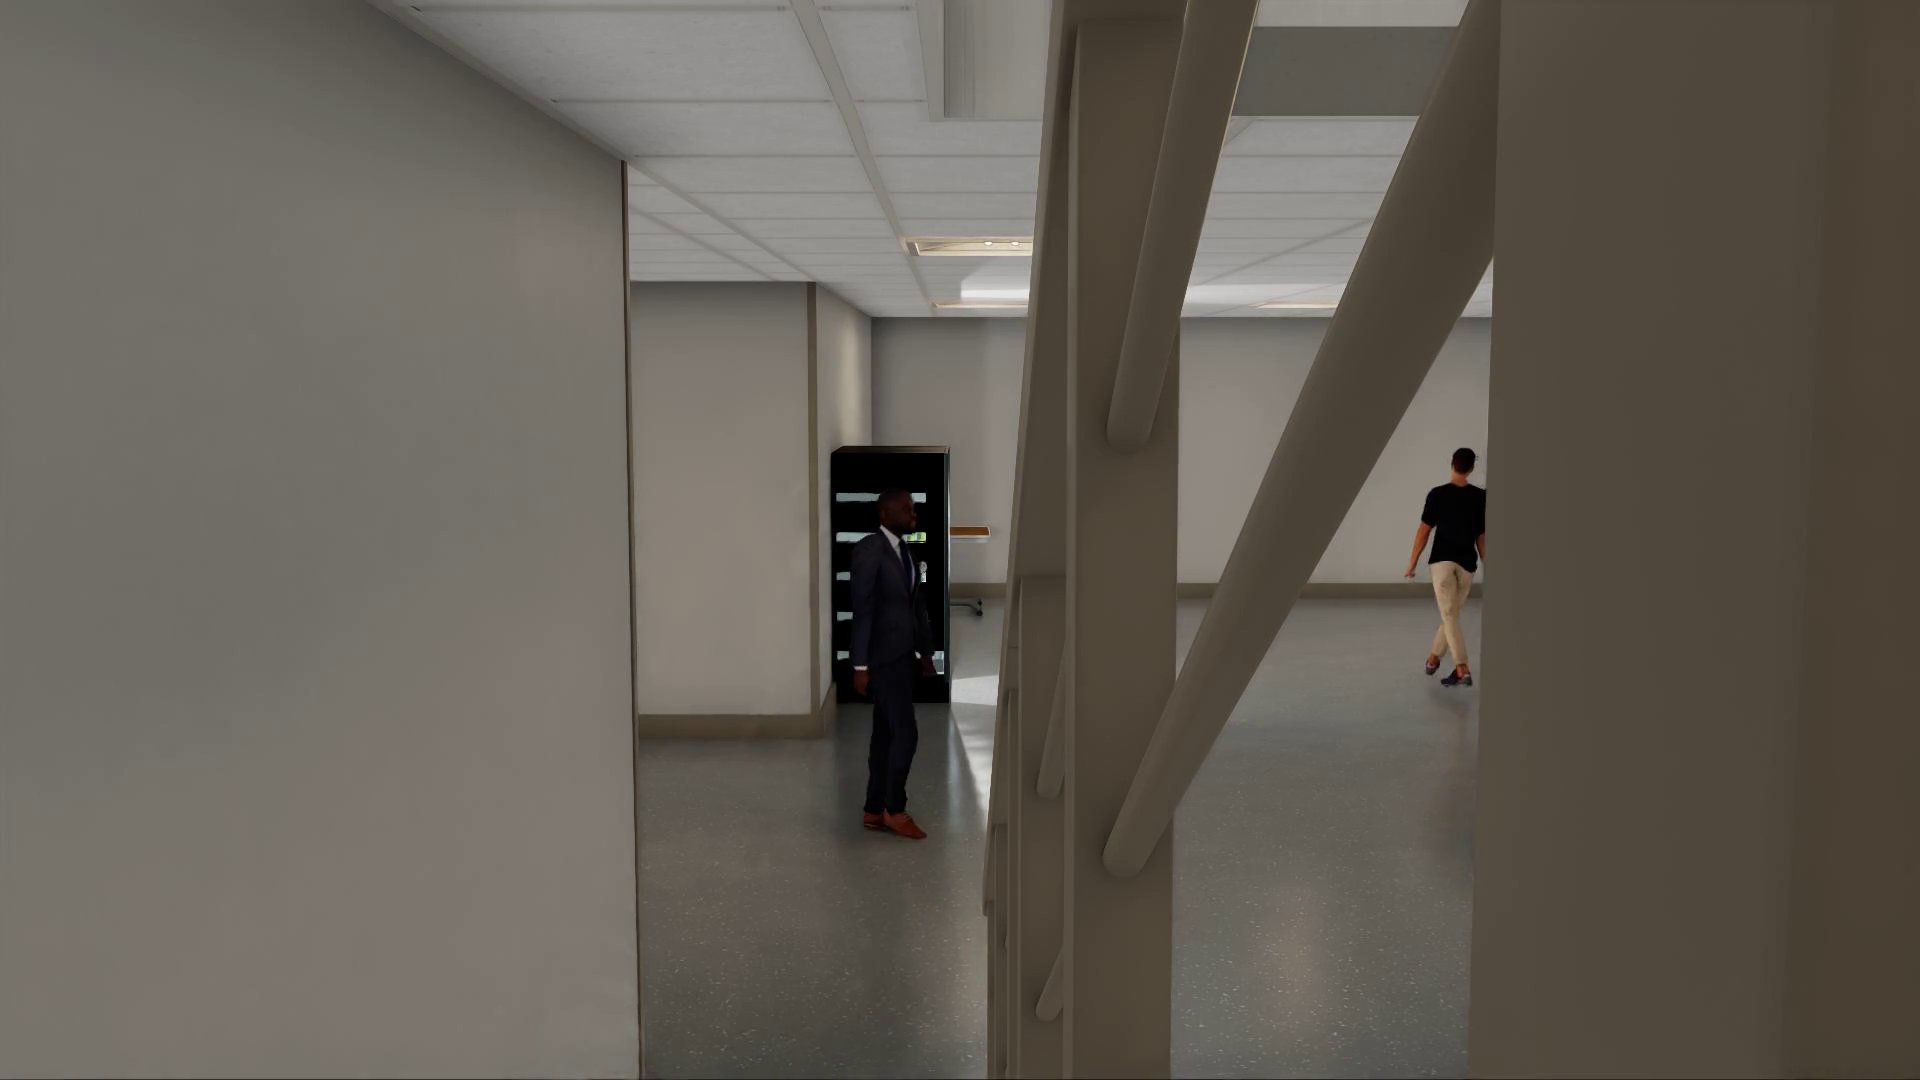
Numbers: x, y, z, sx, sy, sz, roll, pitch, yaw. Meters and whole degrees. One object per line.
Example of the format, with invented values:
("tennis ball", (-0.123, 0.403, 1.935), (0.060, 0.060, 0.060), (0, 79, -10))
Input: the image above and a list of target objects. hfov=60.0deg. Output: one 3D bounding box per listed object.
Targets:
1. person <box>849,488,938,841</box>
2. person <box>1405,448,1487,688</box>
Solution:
("person", (-0.444, 0.633, 8.677), (0.914, 1.810, 0.812), (3, 6, 26))
("person", (3.780, 0.247, 12.603), (0.786, 1.791, 1.120), (-1, 6, -6))
